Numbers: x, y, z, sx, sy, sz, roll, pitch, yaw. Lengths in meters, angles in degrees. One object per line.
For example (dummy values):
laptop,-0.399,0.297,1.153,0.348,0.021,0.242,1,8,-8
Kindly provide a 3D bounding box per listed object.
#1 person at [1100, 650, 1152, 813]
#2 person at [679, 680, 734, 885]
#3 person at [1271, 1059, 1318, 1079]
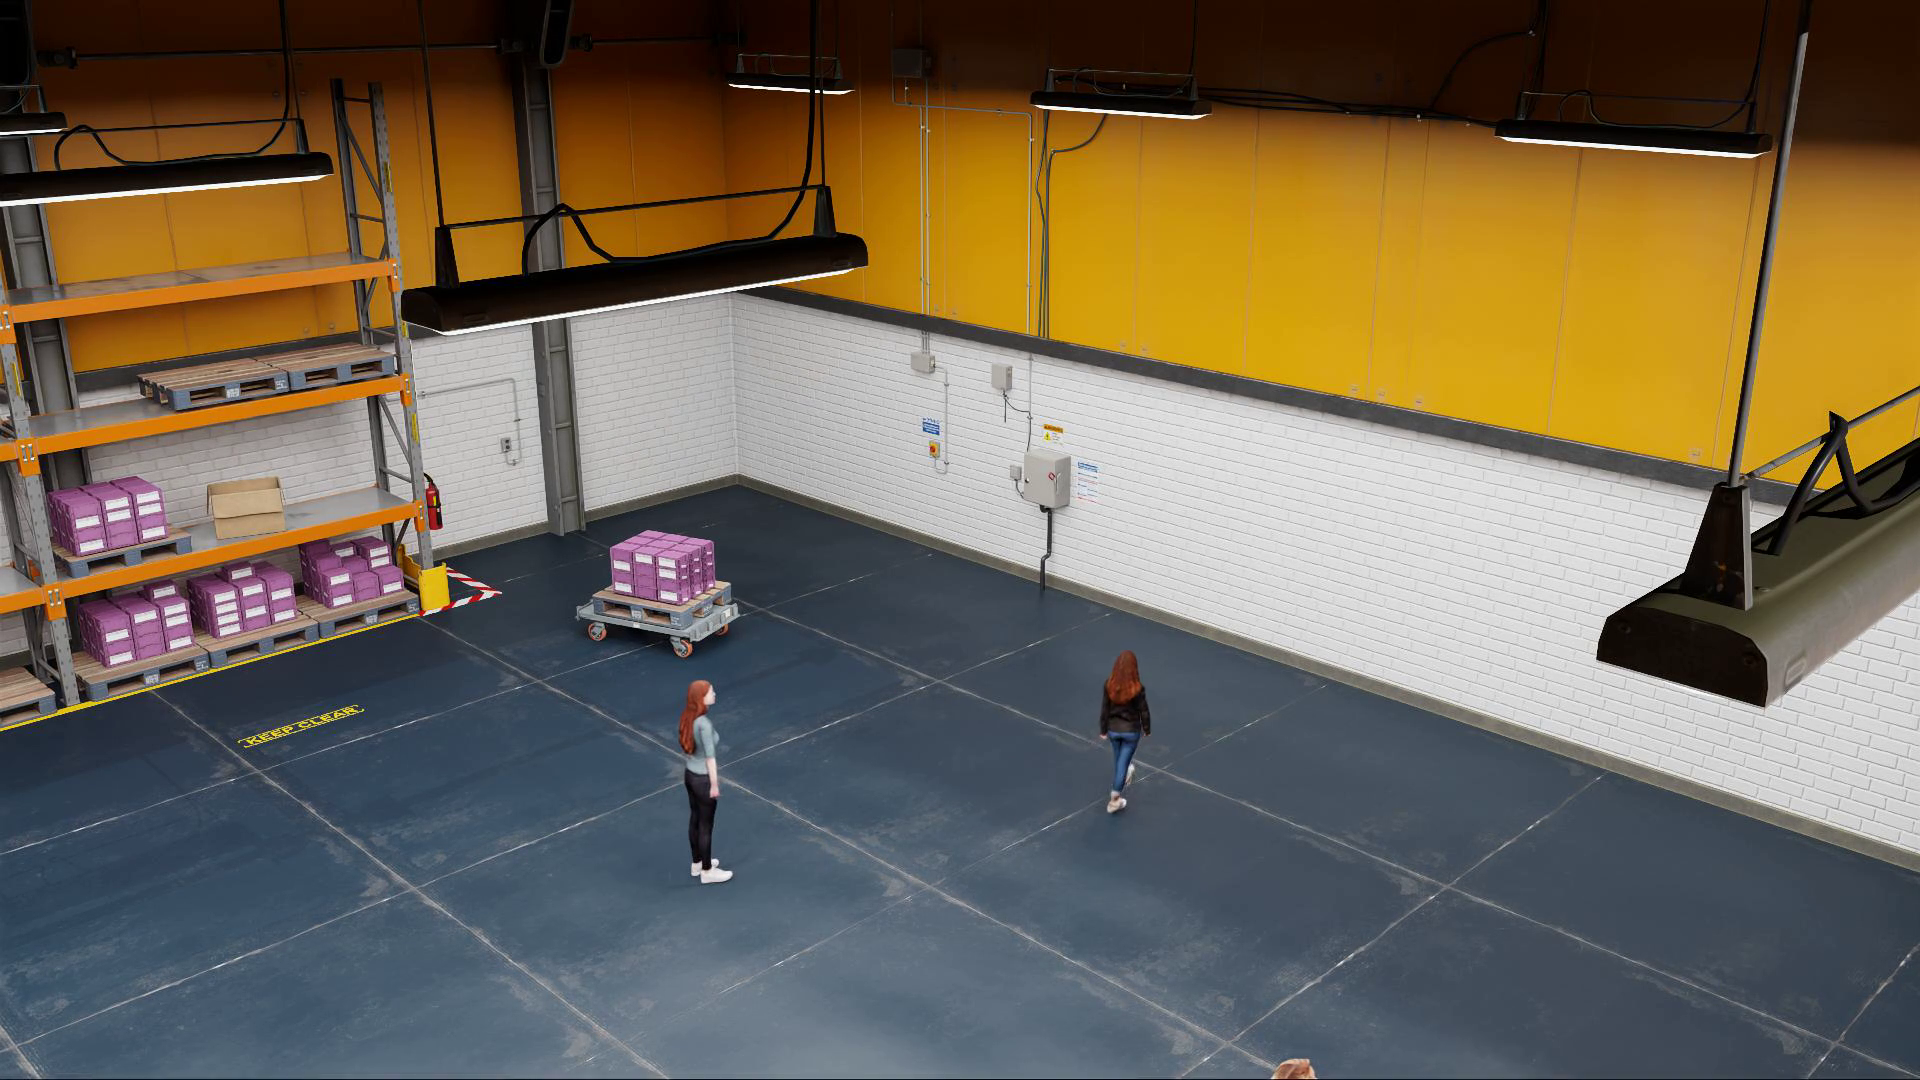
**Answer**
person,1.424,1.714,14.683,0.769,1.442,1.022,9,21,25
person,-2.092,1.950,13.510,0.612,1.742,0.625,-10,21,-28
person,1.750,3.515,8.895,0.750,1.723,0.713,-2,19,-6
